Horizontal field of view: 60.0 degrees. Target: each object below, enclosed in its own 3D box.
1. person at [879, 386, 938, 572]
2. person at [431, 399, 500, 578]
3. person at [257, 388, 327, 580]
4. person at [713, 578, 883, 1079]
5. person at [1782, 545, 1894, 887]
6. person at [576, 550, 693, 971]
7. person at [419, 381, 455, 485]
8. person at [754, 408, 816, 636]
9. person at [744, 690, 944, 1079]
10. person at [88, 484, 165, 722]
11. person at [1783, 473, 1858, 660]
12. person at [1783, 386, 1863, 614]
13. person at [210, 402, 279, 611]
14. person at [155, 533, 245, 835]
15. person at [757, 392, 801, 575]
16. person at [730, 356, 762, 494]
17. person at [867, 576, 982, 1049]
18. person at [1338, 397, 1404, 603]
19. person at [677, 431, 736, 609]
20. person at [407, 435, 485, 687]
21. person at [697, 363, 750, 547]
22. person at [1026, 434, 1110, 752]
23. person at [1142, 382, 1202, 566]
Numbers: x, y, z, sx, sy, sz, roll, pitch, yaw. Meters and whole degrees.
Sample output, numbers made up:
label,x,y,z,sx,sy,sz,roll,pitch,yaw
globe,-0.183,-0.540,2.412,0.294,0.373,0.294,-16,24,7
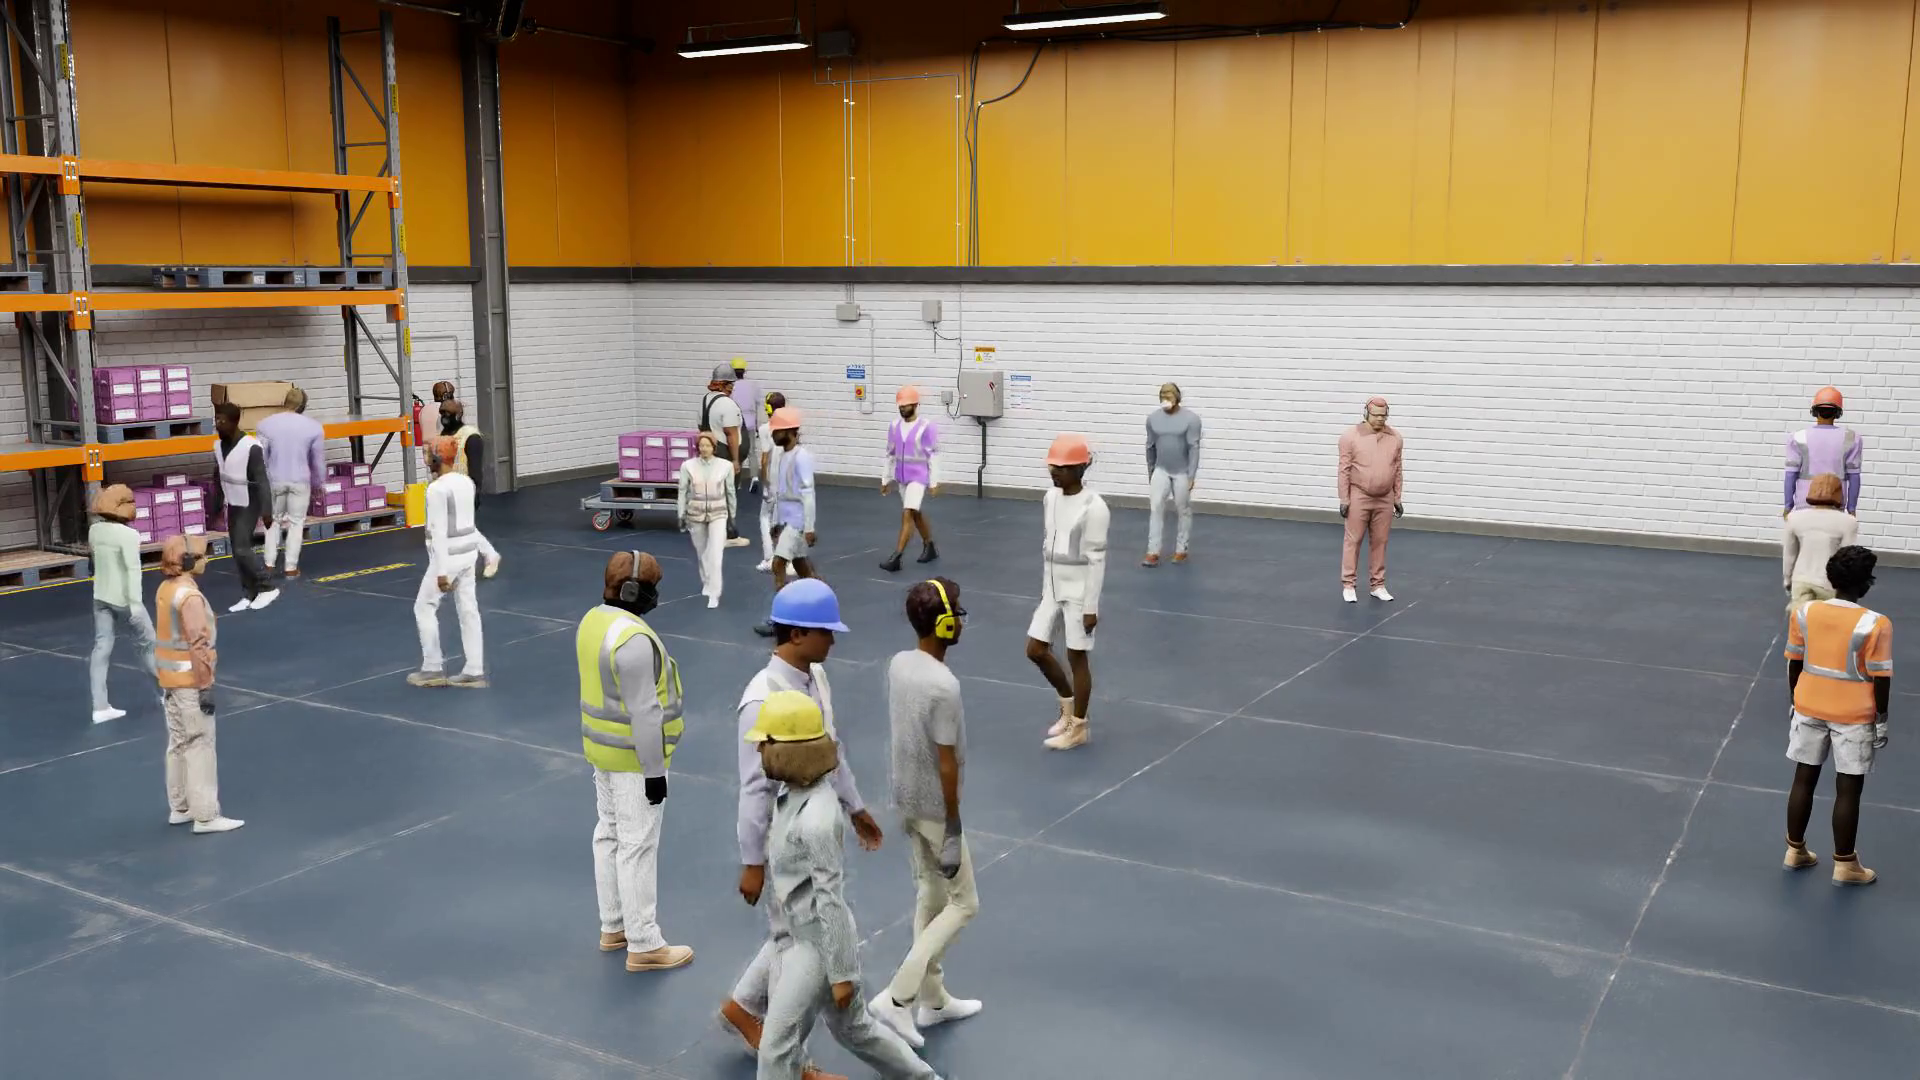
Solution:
label,x,y,z,sx,sy,sz,roll,pitch,yaw
person,-0.524,-0.643,17.138,0.568,1.883,1.013,7,11,36
person,-4.904,-0.468,16.217,0.643,1.830,0.682,6,11,31
person,-6.642,-0.554,16.539,0.667,1.894,0.499,-2,9,-15
person,-0.663,1.087,6.210,0.619,1.918,0.633,2,9,13
person,4.375,0.864,8.293,0.317,1.697,0.540,-5,10,-30
person,-1.431,0.955,7.302,0.429,1.837,0.621,-6,11,-32
person,-5.793,-0.866,18.693,0.619,1.836,0.431,7,11,36
person,-1.497,-0.149,13.945,0.768,1.906,0.584,-4,10,-22
person,-0.395,1.311,5.488,0.844,1.706,0.489,-2,9,-12
person,-5.684,0.409,11.418,0.520,1.596,0.788,4,10,25
person,6.183,0.319,11.931,0.611,1.608,0.538,-8,12,-41
person,7.589,-0.331,14.682,0.608,2.044,0.370,4,10,22
person,-6.425,-0.292,14.898,0.627,1.898,0.438,6,11,35
person,-4.167,0.778,9.051,0.370,1.632,0.529,-8,12,-42
person,-1.844,-0.577,16.845,0.503,1.838,0.676,-5,10,-29
person,-3.016,-1.598,23.050,0.590,1.893,0.923,-3,10,-19
person,-0.139,1.063,6.581,0.471,1.868,0.544,-6,11,-31
person,3.806,-0.372,15.381,0.638,1.902,0.407,-2,9,-11
person,-2.329,-0.219,15.362,0.531,1.604,0.841,0,9,-1
person,-3.806,0.160,12.174,0.725,1.855,0.595,3,9,17
person,-2.605,-0.954,18.576,0.535,2.000,0.684,-7,11,-36
person,0.674,0.342,10.510,0.420,2.032,0.632,-6,11,-33
person,2.164,-0.667,17.179,0.650,1.902,0.872,5,10,27
